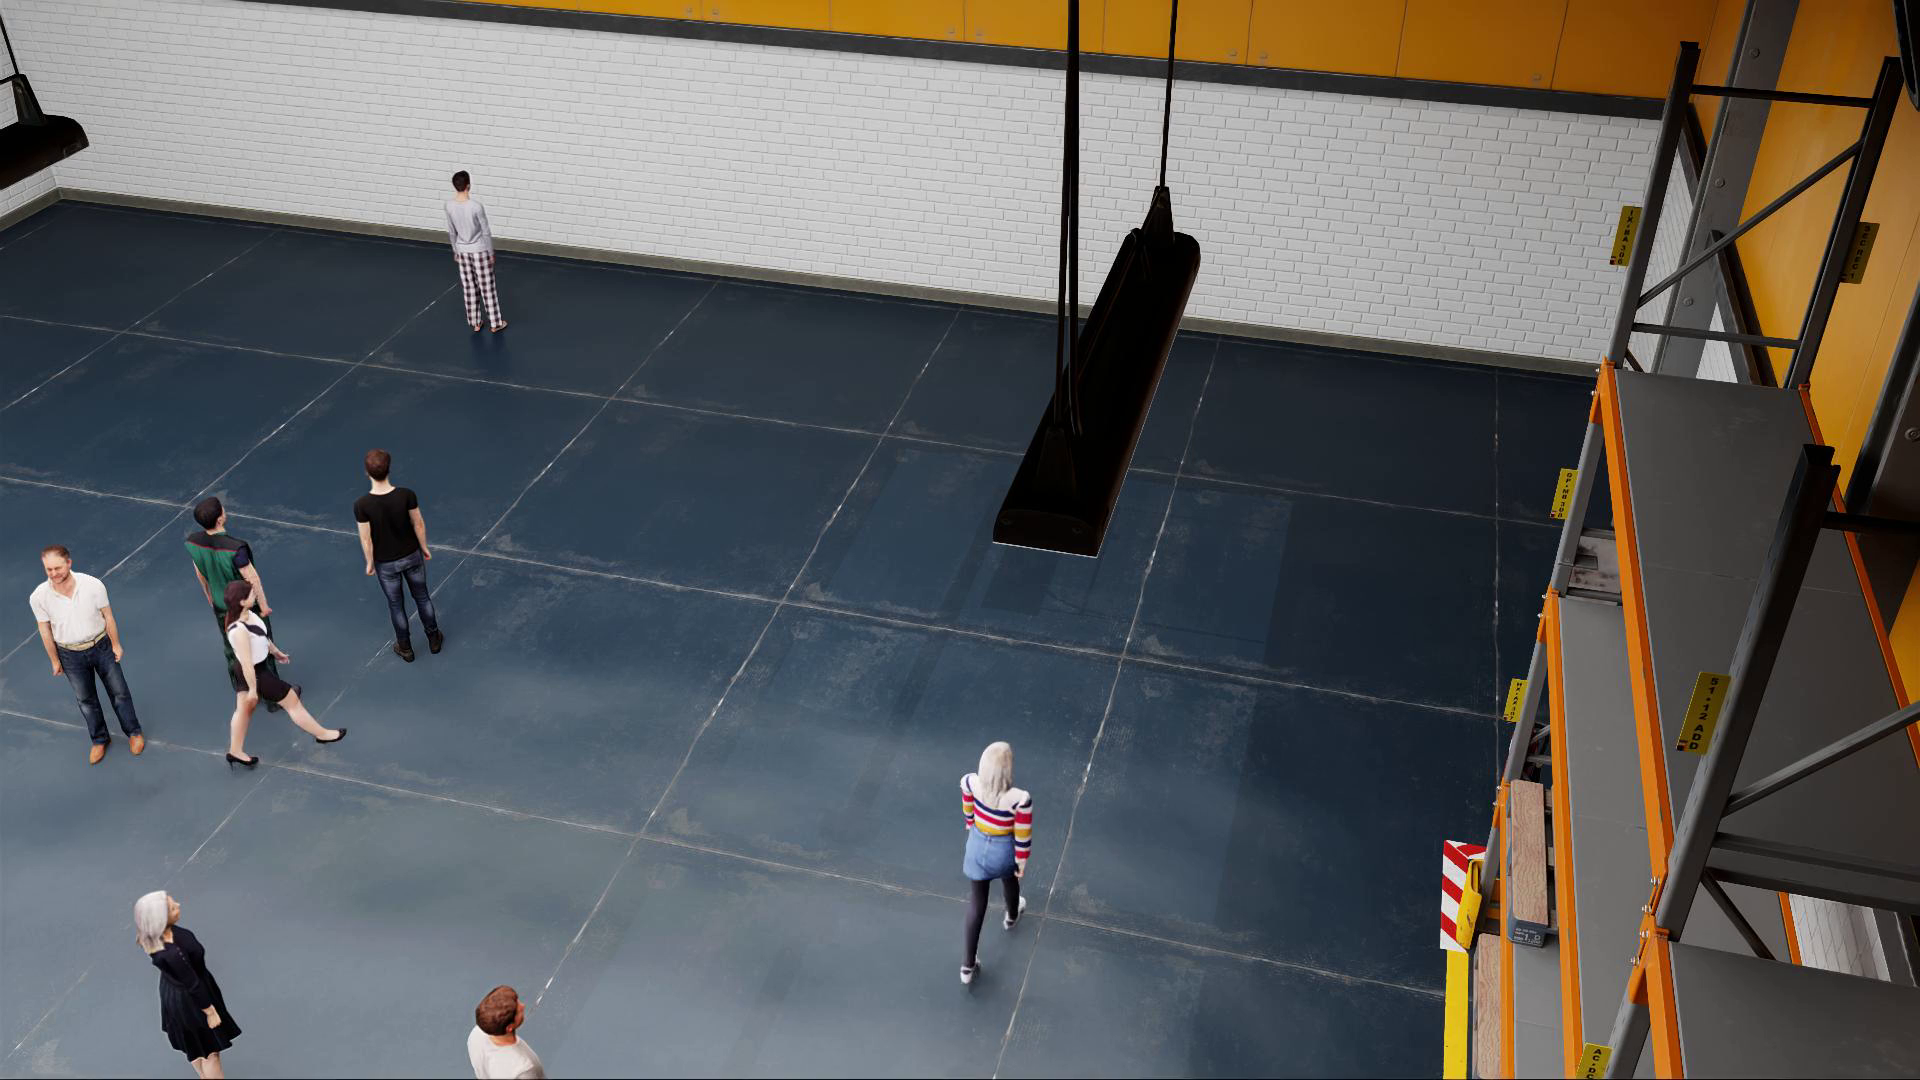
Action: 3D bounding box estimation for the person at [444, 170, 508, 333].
[{"bbox_3d":[-5.374,-3.173,18.357,0.640,1.847,0.558,6,34,9],"label":"person"}]

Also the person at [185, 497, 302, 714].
[{"bbox_3d":[-5.558,0.494,12.792,0.672,1.901,0.550,9,35,13],"label":"person"}]

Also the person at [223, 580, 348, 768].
[{"bbox_3d":[-5.277,1.034,12.257,1.076,1.594,1.035,-15,37,-22],"label":"person"}]

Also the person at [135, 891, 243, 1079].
[{"bbox_3d":[-4.452,2.677,9.647,0.697,1.746,0.712,27,42,34],"label":"person"}]

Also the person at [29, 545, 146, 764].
[{"bbox_3d":[-6.492,0.801,12.371,0.753,1.856,0.775,-11,35,-17],"label":"person"}]

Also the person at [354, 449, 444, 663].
[{"bbox_3d":[-4.506,0.132,13.340,0.750,1.897,0.805,-17,37,-24],"label":"person"}]

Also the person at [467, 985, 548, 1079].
[{"bbox_3d":[-2.342,3.087,8.888,0.752,1.904,0.729,25,41,33],"label":"person"}]

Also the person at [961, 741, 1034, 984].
[{"bbox_3d":[0.168,2.040,10.582,0.706,1.772,1.122,11,35,16],"label":"person"}]
